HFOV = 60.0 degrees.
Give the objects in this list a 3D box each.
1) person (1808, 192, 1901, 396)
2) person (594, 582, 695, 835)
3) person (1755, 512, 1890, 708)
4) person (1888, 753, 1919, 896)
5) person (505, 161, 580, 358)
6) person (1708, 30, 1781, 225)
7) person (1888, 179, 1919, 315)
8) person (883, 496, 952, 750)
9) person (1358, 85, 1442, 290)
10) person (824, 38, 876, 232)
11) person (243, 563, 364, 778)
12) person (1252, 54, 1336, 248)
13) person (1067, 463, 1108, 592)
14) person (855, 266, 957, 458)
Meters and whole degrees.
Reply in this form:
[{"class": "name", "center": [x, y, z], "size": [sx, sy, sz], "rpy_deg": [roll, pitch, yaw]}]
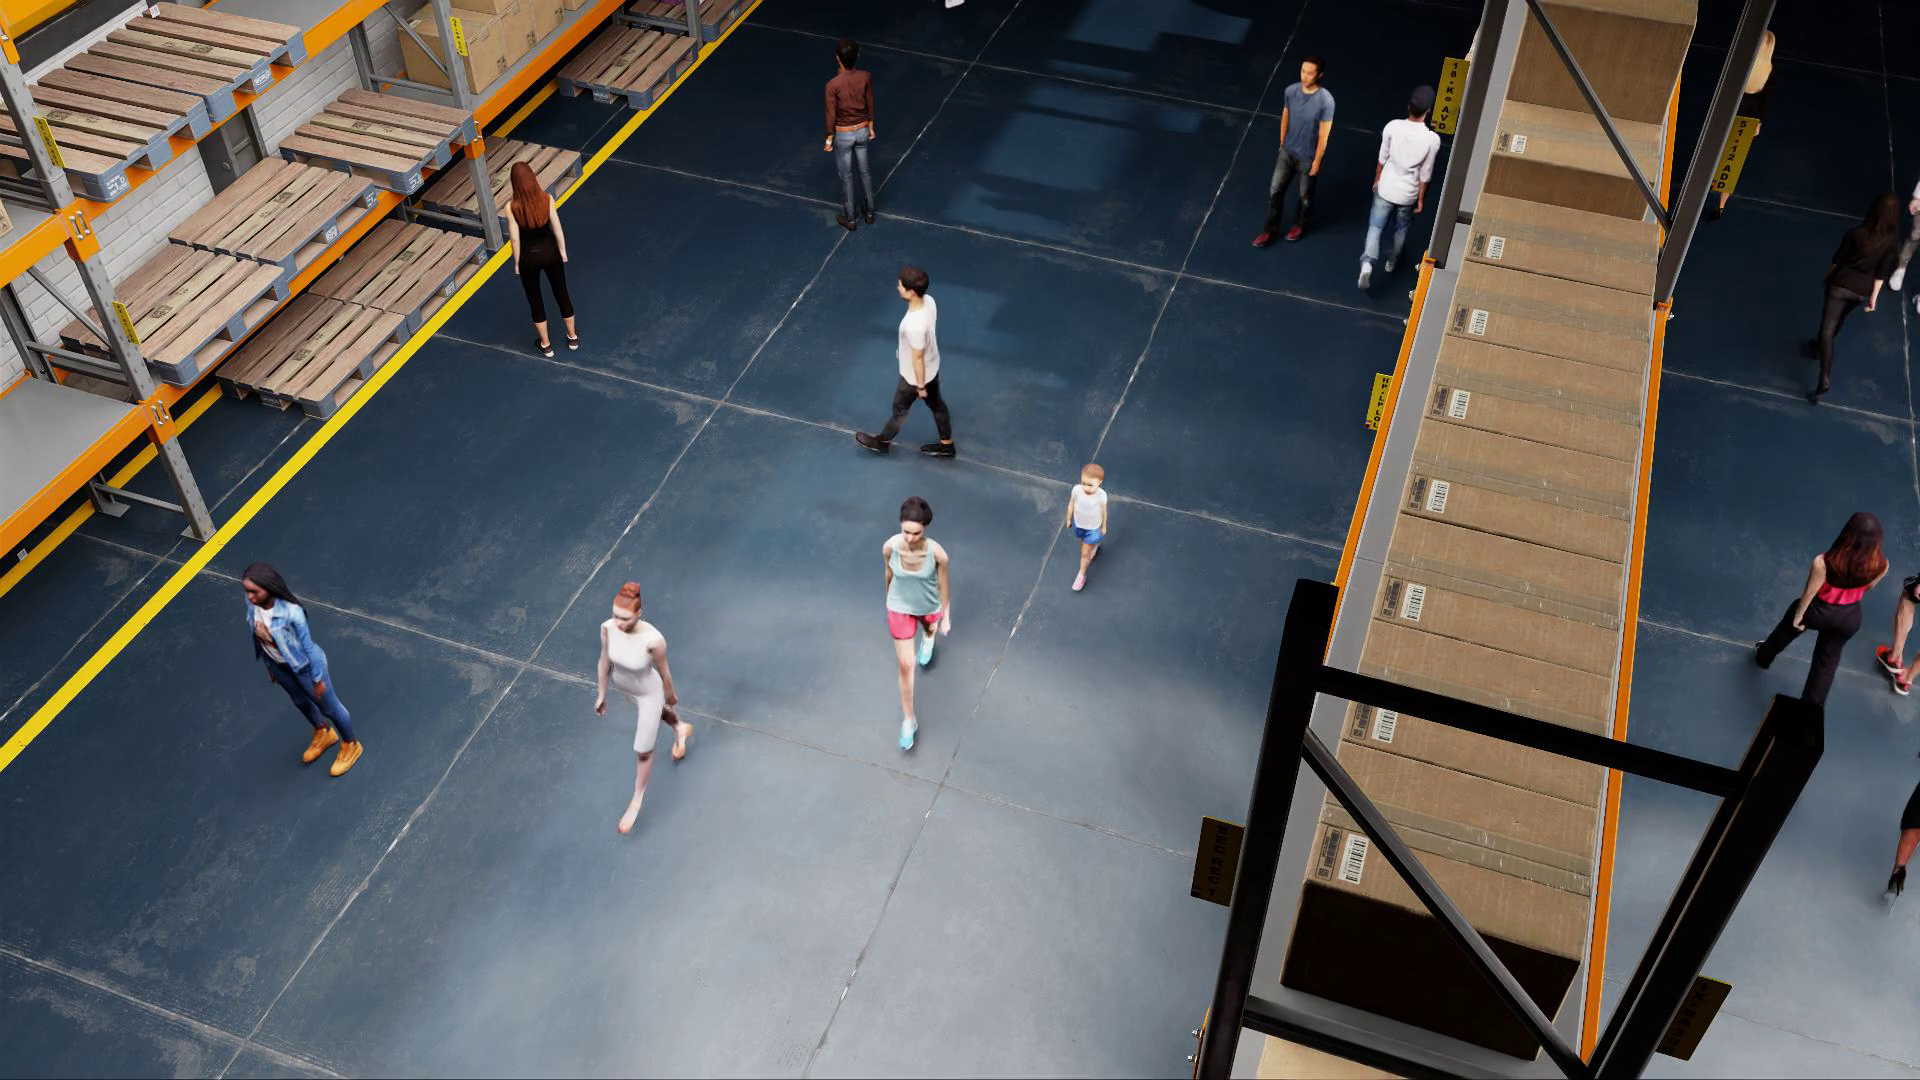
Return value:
[{"class": "person", "center": [6.938, -1.883, 12.969], "size": [0.662, 1.598, 1.142], "rpy_deg": [8, 44, 8]}, {"class": "person", "center": [-1.853, 0.860, 9.984], "size": [0.671, 1.744, 1.126], "rpy_deg": [20, 47, 19]}, {"class": "person", "center": [5.453, 0.533, 10.416], "size": [0.686, 1.622, 1.089], "rpy_deg": [8, 44, 8]}, {"class": "person", "center": [5.673, 1.401, 9.502], "size": [0.705, 1.625, 1.044], "rpy_deg": [22, 48, 22]}, {"class": "person", "center": [-3.355, -2.242, 13.253], "size": [0.648, 1.725, 0.710], "rpy_deg": [-18, 47, -18]}, {"class": "person", "center": [6.797, -3.612, 14.606], "size": [0.603, 1.844, 0.546], "rpy_deg": [12, 45, 12]}, {"class": "person", "center": [8.184, -2.857, 13.835], "size": [0.740, 1.814, 0.896], "rpy_deg": [20, 47, 20]}, {"class": "person", "center": [-0.255, 0.374, 10.520], "size": [0.797, 1.709, 1.303], "rpy_deg": [6, 44, 6]}, {"class": "person", "center": [3.646, -2.918, 13.911], "size": [0.658, 1.797, 1.074], "rpy_deg": [17, 46, 17]}, {"class": "person", "center": [-0.951, -3.550, 14.593], "size": [0.678, 1.772, 0.773], "rpy_deg": [-23, 48, -22]}, {"class": "person", "center": [-4.009, 0.764, 10.109], "size": [0.596, 1.710, 0.524], "rpy_deg": [16, 46, 17]}, {"class": "person", "center": [3.024, -3.401, 14.423], "size": [0.798, 1.791, 0.940], "rpy_deg": [27, 50, 26]}, {"class": "person", "center": [0.909, -0.160, 11.588], "size": [0.478, 1.008, 0.727], "rpy_deg": [19, 47, 19]}, {"class": "person", "center": [-0.215, -1.272, 12.260], "size": [0.751, 1.691, 0.951], "rpy_deg": [10, 44, 10]}]
